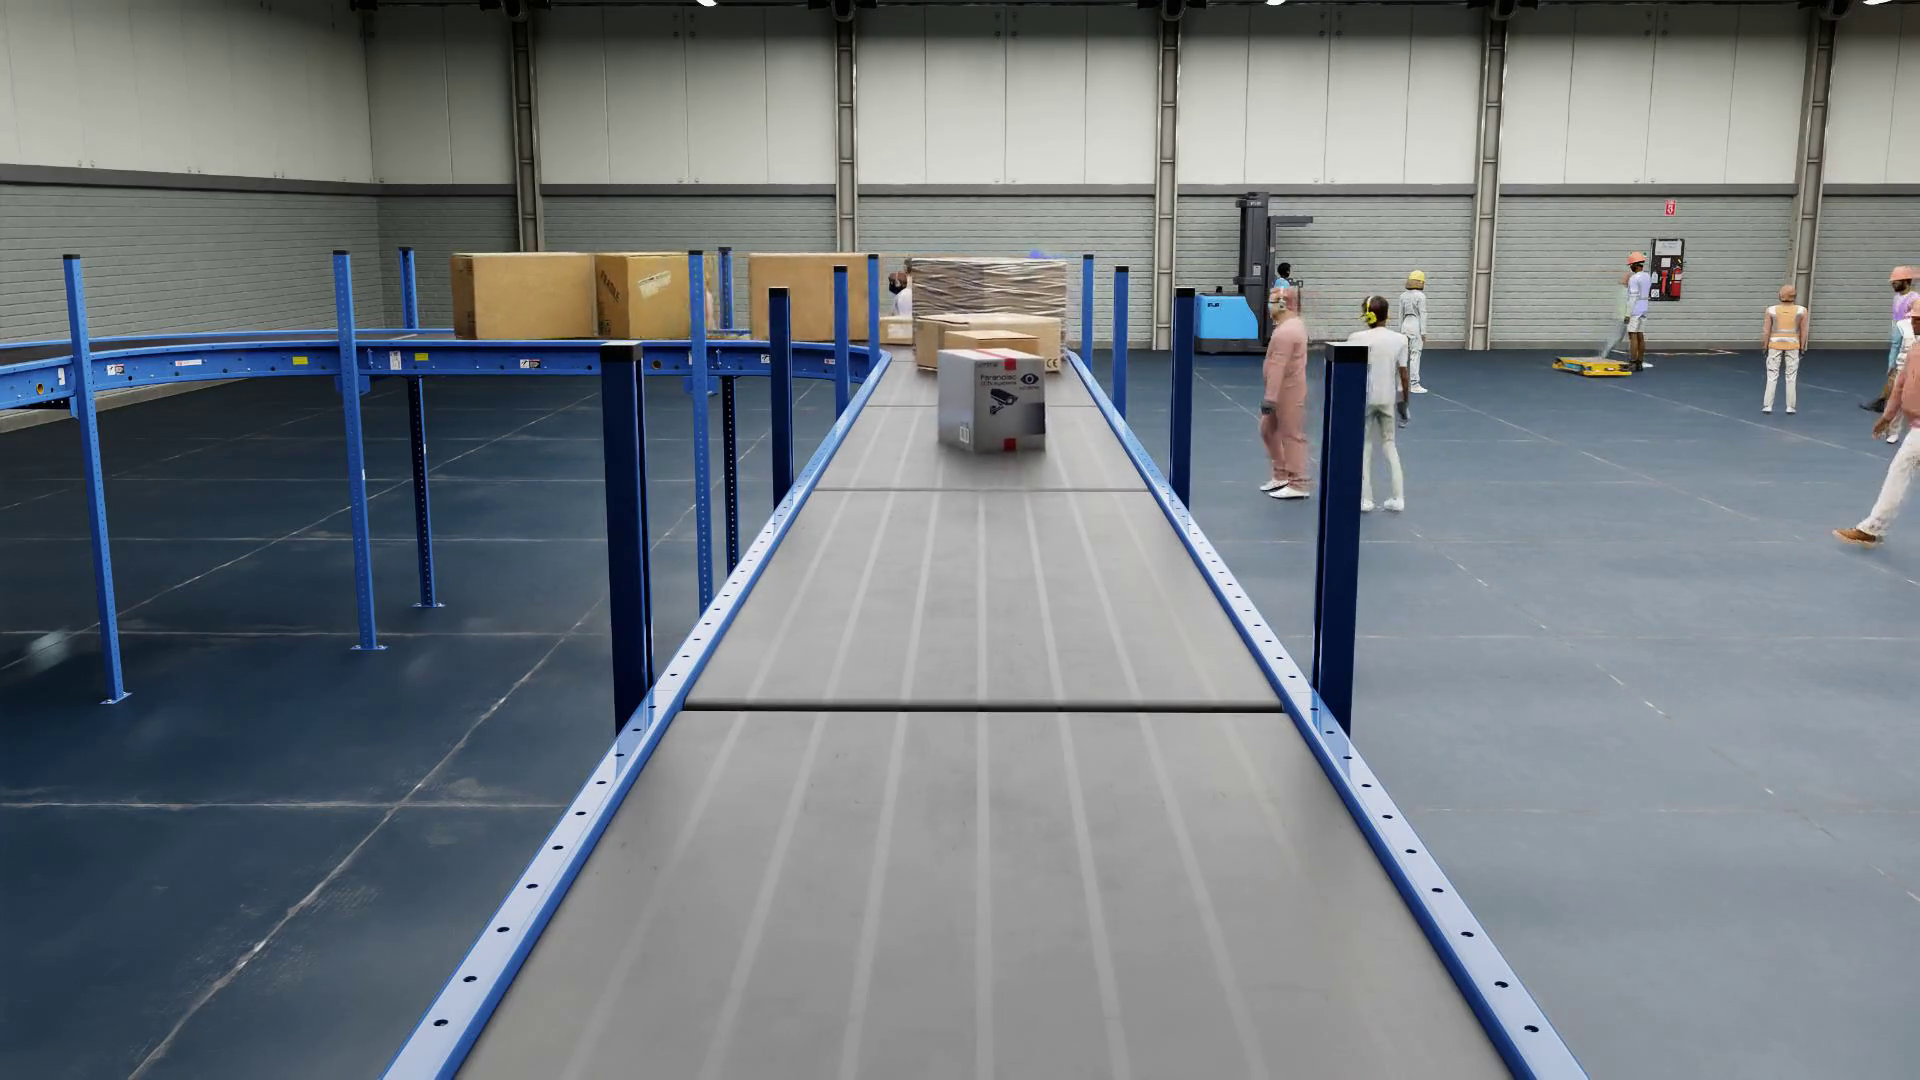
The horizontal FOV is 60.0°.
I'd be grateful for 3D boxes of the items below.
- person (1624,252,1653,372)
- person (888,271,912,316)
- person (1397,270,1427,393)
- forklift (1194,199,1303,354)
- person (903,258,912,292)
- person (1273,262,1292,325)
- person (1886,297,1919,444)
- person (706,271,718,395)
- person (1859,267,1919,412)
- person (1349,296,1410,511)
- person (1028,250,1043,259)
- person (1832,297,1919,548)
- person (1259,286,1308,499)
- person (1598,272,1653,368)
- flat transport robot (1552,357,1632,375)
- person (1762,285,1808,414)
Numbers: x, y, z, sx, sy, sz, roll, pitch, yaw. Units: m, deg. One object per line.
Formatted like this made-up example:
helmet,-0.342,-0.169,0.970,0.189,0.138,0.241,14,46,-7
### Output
person,10.985,-3.710,27.079,0.543,1.929,0.372,-9,14,-40
person,-0.633,-2.529,21.317,0.576,1.816,0.646,0,11,2
person,6.518,-2.995,23.904,0.305,1.736,0.484,-7,13,-32
forklift,5.313,-4.851,30.603,1.873,2.768,1.129,0,11,1
person,-0.877,-3.824,27.980,0.947,1.798,0.508,4,12,20
person,5.728,-4.075,29.551,0.318,1.699,0.535,-2,11,-9
person,10.575,-1.873,18.410,0.528,1.634,0.313,10,15,42
person,-3.611,-2.928,23.483,0.327,1.767,0.533,-2,11,-11
person,12.288,-2.588,21.489,1.055,1.878,0.554,1,11,4
person,3.551,-1.163,14.230,0.535,1.837,0.502,1,11,5
person,1.255,-4.105,29.114,0.768,1.919,0.652,1,11,3
person,7.287,-0.892,12.596,1.050,1.942,0.603,2,11,12
person,2.867,-1.311,14.868,0.563,1.887,0.665,3,11,13
person,11.160,-3.691,27.864,0.866,1.592,0.514,2,11,11
flat transport robot,10.187,-2.811,26.840,0.652,0.197,1.431,-1,11,-5
person,10.533,-2.432,21.266,0.512,1.638,0.307,5,12,24
